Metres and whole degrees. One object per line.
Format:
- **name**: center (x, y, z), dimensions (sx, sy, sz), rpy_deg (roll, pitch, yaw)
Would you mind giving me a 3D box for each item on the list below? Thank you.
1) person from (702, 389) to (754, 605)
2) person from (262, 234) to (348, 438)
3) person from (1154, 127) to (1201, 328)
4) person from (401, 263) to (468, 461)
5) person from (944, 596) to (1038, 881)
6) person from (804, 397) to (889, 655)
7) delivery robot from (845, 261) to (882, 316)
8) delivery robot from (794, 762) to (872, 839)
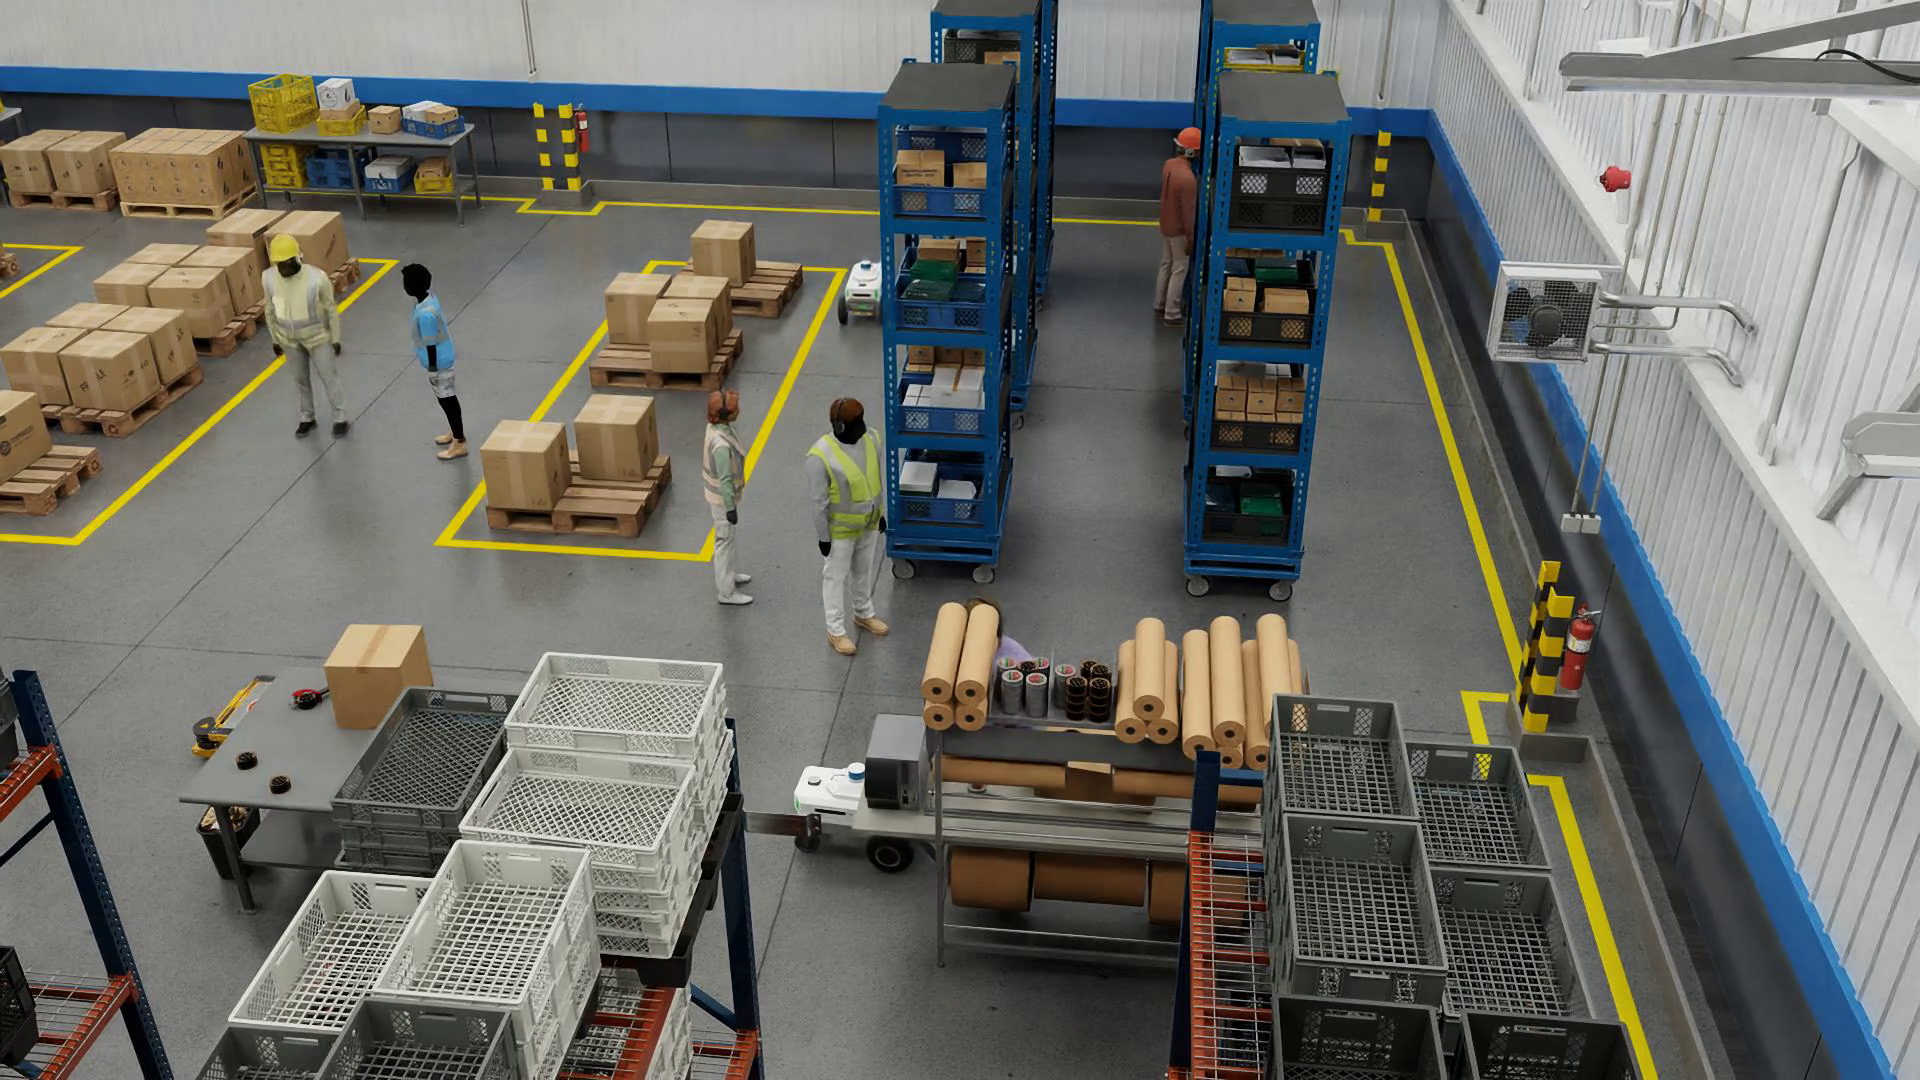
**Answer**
- **person**: center (-1.666, -0.313, 11.842), dimensions (0.314, 1.632, 0.521), rpy_deg (-5, 31, -9)
- **person**: center (-5.550, -1.723, 14.067), dimensions (0.600, 1.827, 0.404), rpy_deg (0, 30, 1)
- **person**: center (2.146, -3.032, 16.175), dimensions (0.410, 1.979, 0.626), rpy_deg (-8, 31, -14)
- **person**: center (-4.356, -1.495, 13.815), dimensions (0.322, 1.691, 0.534), rpy_deg (-9, 31, -15)
- **person**: center (0.144, 1.113, 9.103), dimensions (0.629, 1.930, 0.371), rpy_deg (18, 35, 28)
- **person**: center (-0.734, -0.116, 11.293), dimensions (0.429, 1.847, 0.627), rpy_deg (24, 38, 35)
- **delivery robot**: center (-0.942, -2.558, 16.670), dimensions (0.477, 0.478, 0.707), rpy_deg (2, 30, 4)
- **delivery robot**: center (-0.595, 1.515, 9.674), dimensions (0.707, 0.478, 0.477), rpy_deg (6, 31, 10)
